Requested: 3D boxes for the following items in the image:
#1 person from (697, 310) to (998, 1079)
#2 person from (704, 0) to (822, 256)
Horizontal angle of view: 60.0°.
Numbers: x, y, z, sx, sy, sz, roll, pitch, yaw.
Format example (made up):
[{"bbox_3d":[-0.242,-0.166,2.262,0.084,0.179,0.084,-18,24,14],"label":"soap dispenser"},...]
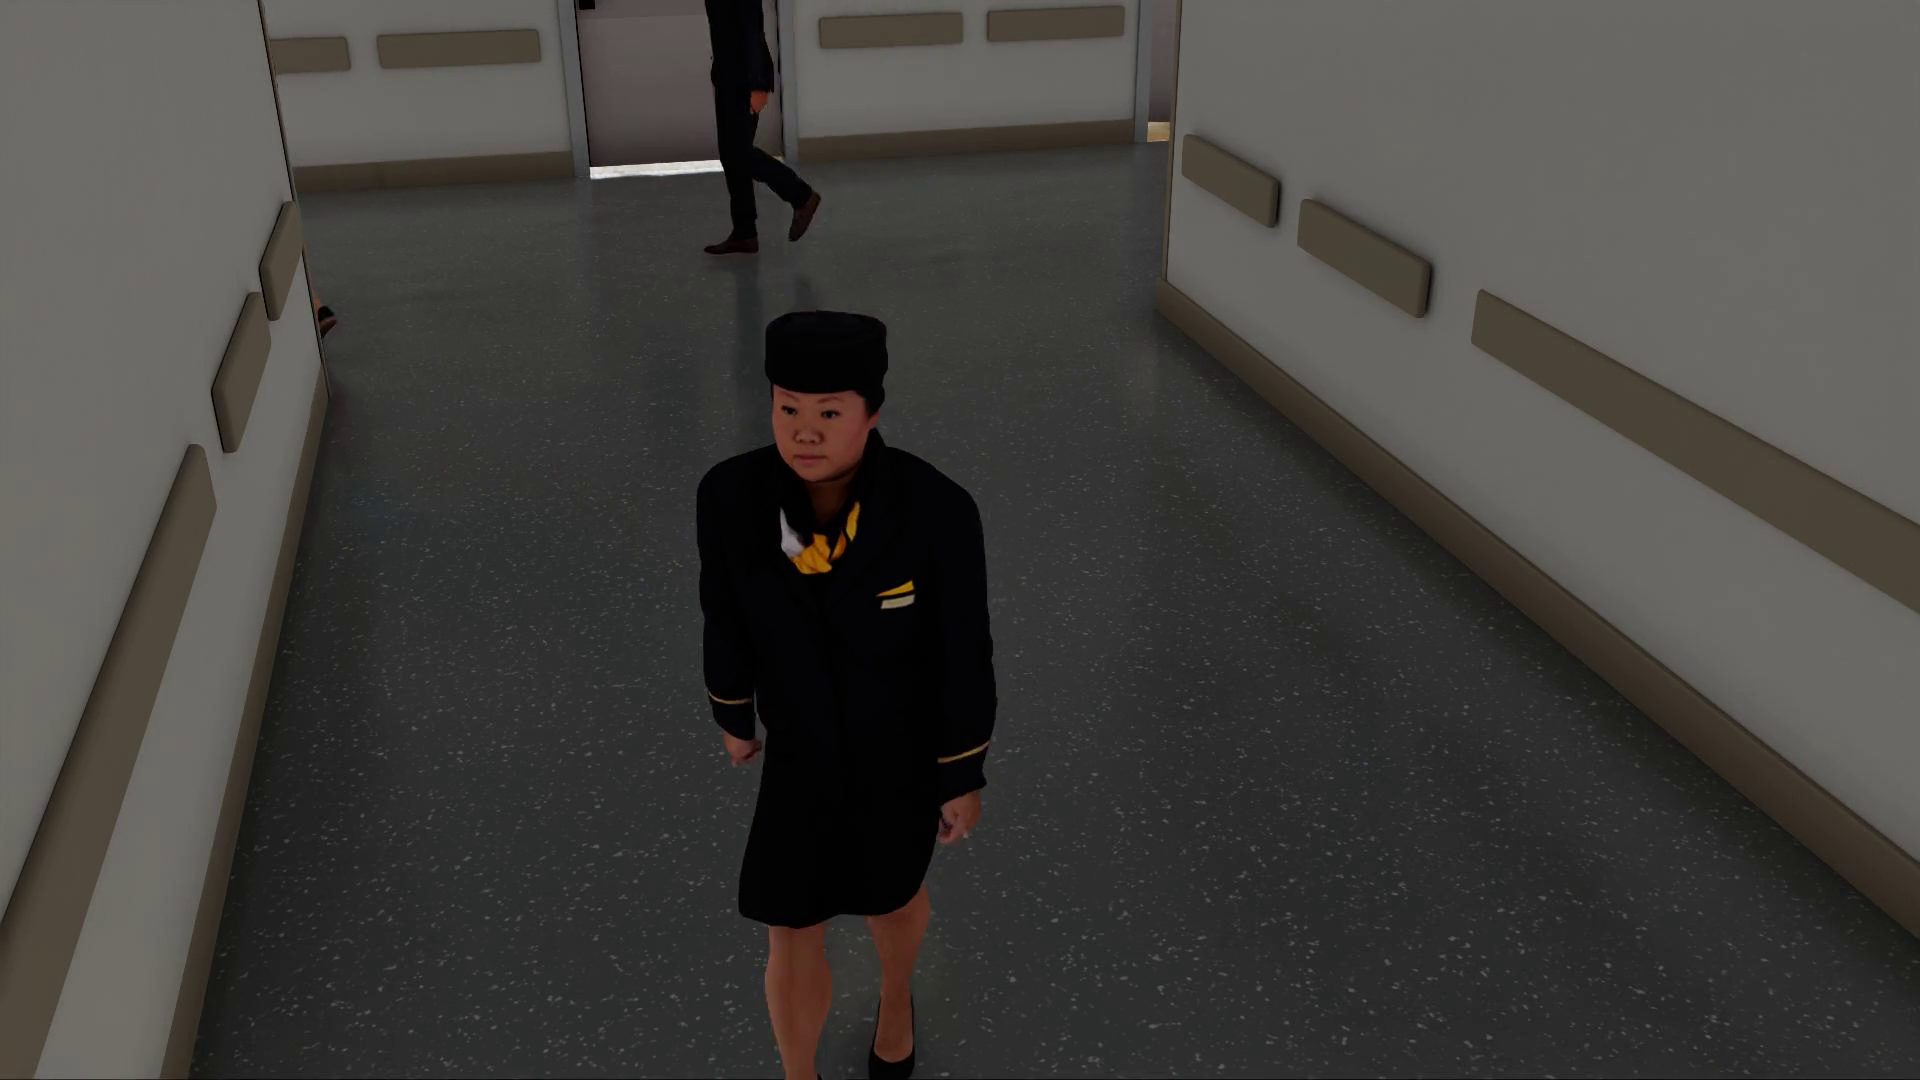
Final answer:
[{"bbox_3d":[-0.170,0.348,3.089,0.891,1.654,0.940,4,26,7],"label":"person"},{"bbox_3d":[-1.050,-2.376,8.506,0.905,1.855,0.733,-12,28,-23],"label":"person"}]
